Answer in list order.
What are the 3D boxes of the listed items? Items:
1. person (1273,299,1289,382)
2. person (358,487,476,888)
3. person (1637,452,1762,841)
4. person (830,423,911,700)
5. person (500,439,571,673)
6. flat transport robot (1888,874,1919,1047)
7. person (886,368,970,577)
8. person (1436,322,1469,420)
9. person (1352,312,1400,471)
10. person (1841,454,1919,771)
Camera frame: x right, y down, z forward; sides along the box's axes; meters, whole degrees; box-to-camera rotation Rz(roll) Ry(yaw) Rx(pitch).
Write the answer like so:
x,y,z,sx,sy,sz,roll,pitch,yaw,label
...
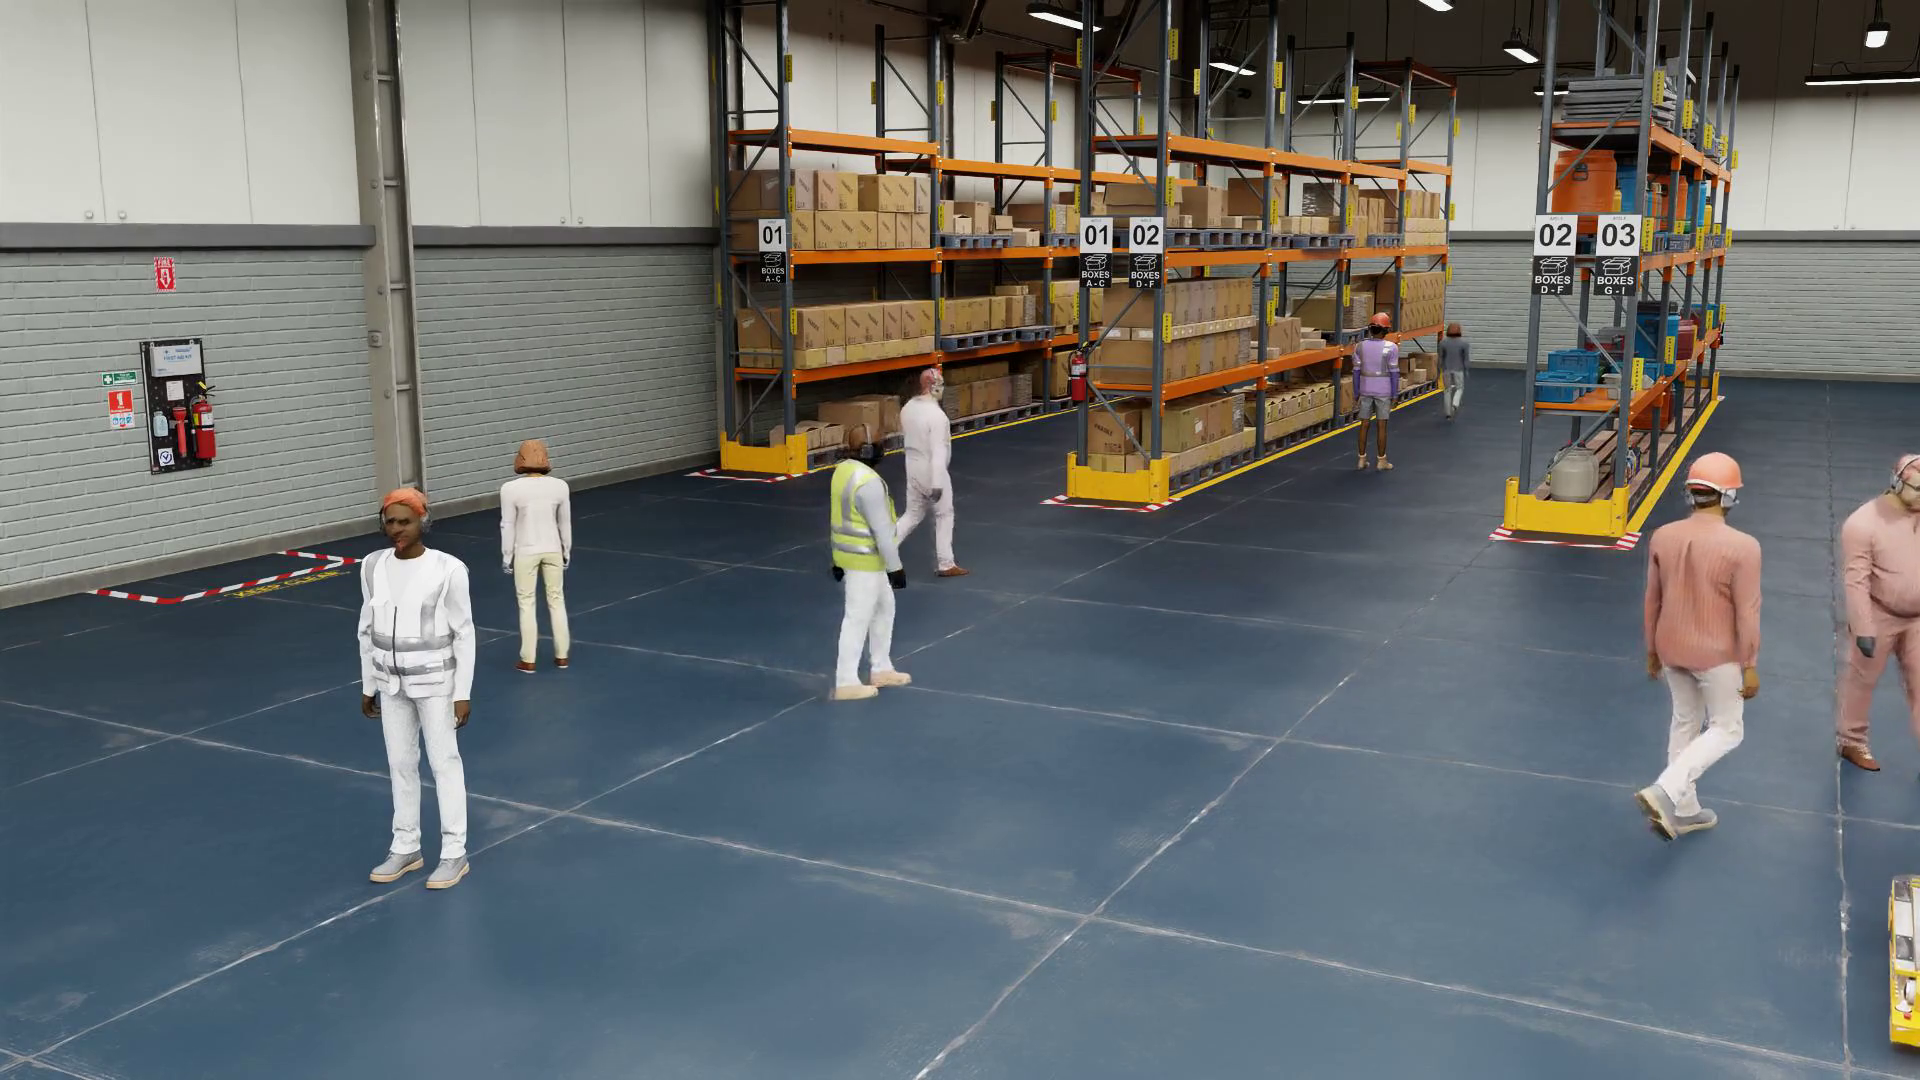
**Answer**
x,y,z,sx,sy,sz,roll,pitch,yaw,label
5.898,-3.571,30.925,0.611,1.917,0.997,7,13,35,person
-2.541,0.689,7.761,0.585,1.881,0.343,3,11,17,person
3.642,0.550,8.265,0.644,1.975,0.629,-5,12,-27,person
-0.529,0.145,10.916,0.719,1.819,0.632,-3,11,-16,person
-2.955,0.110,11.634,0.505,1.623,0.297,-7,12,-33,person
4.096,1.699,6.652,0.652,0.197,1.431,6,12,28,flat transport robot
-0.349,-0.574,14.668,0.824,1.885,0.645,-7,13,-35,person
8.088,-2.774,27.322,0.529,1.620,0.372,4,11,22,person
5.390,-1.915,21.520,0.615,2.042,0.375,8,13,36,person
5.203,0.451,9.131,0.672,1.853,0.971,0,10,1,person
